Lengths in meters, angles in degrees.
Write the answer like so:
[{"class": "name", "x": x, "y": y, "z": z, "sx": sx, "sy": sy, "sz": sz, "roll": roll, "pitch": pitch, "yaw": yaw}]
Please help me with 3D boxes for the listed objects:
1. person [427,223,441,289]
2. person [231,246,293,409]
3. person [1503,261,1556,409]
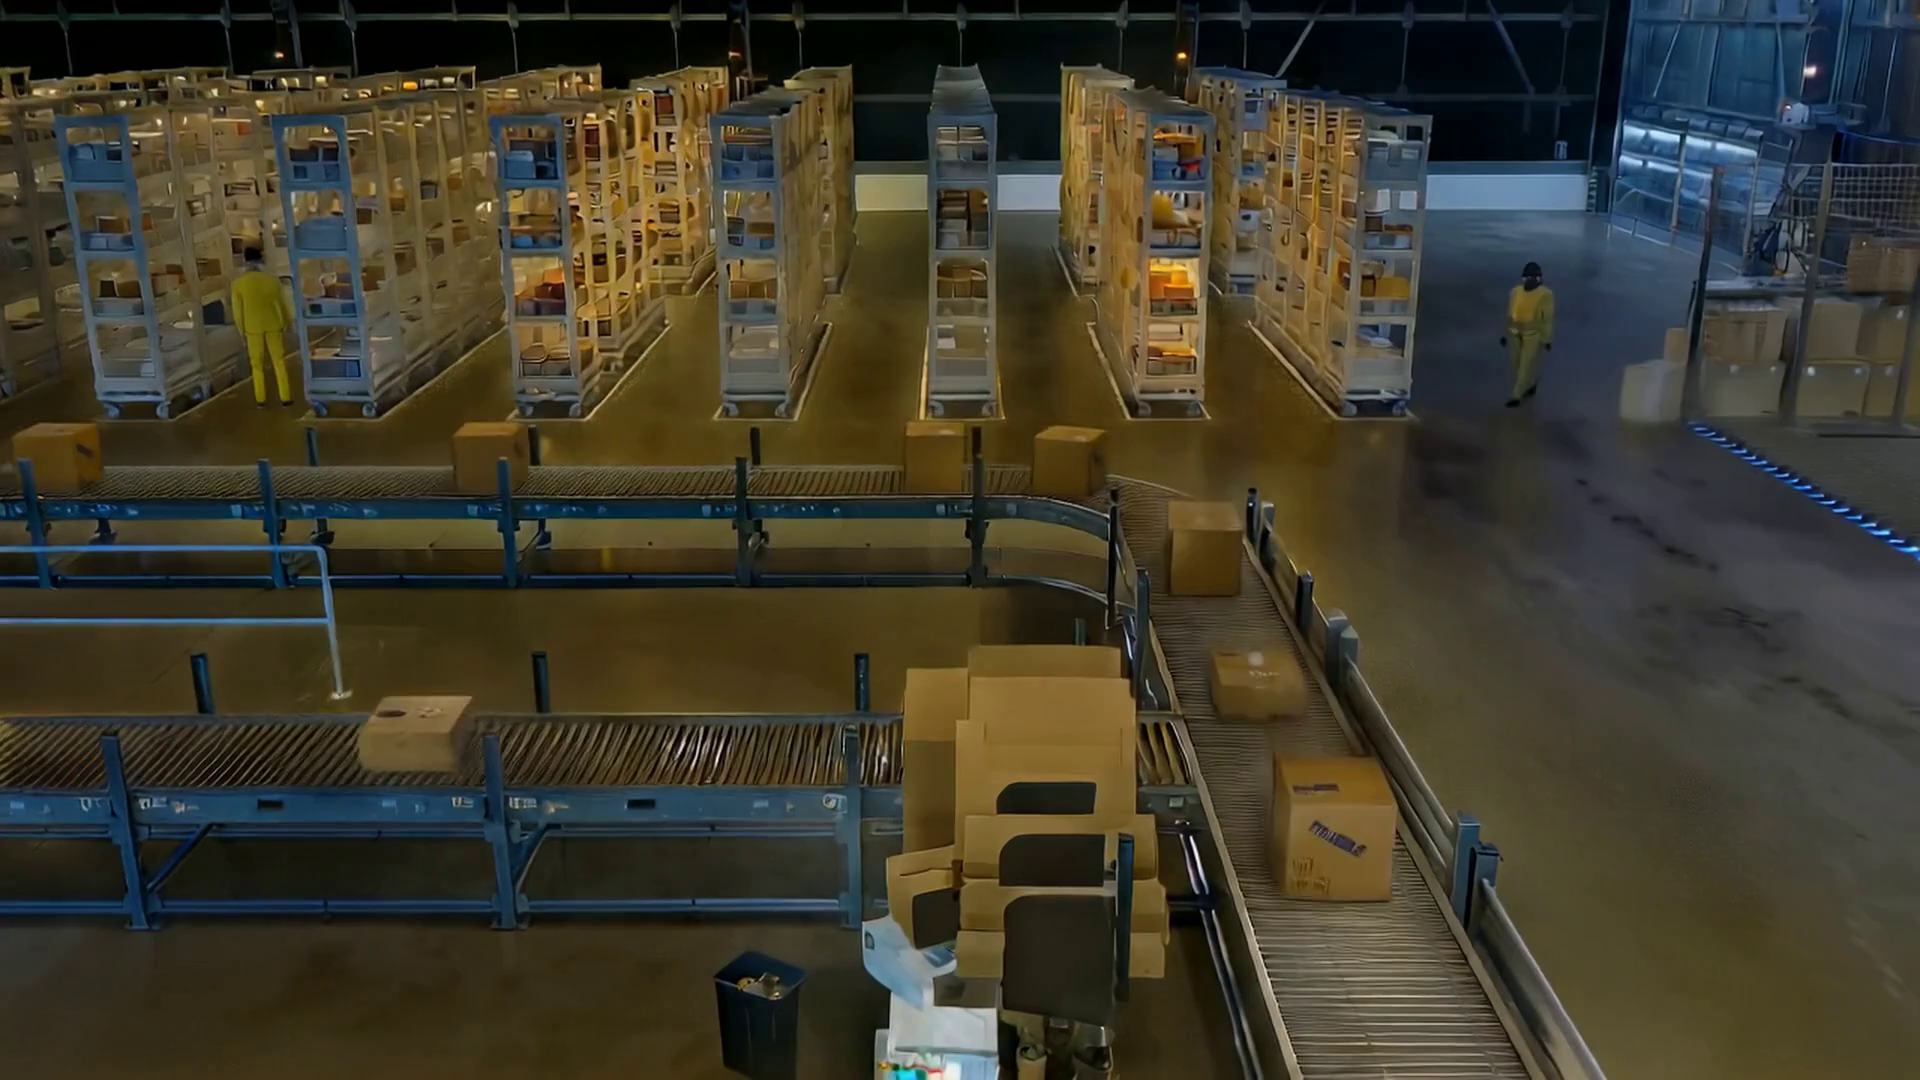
[{"class": "person", "x": -8.505, "y": -4.630, "z": 26.970, "sx": 0.496, "sy": 1.811, "sz": 0.576, "roll": -2, "pitch": 18, "yaw": -5}, {"class": "person", "x": -8.568, "y": -2.609, "z": 20.449, "sx": 0.622, "sy": 1.993, "sz": 0.384, "roll": -8, "pitch": 20, "yaw": -23}, {"class": "person", "x": 7.073, "y": -2.571, "z": 20.640, "sx": 0.818, "sy": 1.810, "sz": 0.610, "roll": -15, "pitch": 23, "yaw": -39}]
